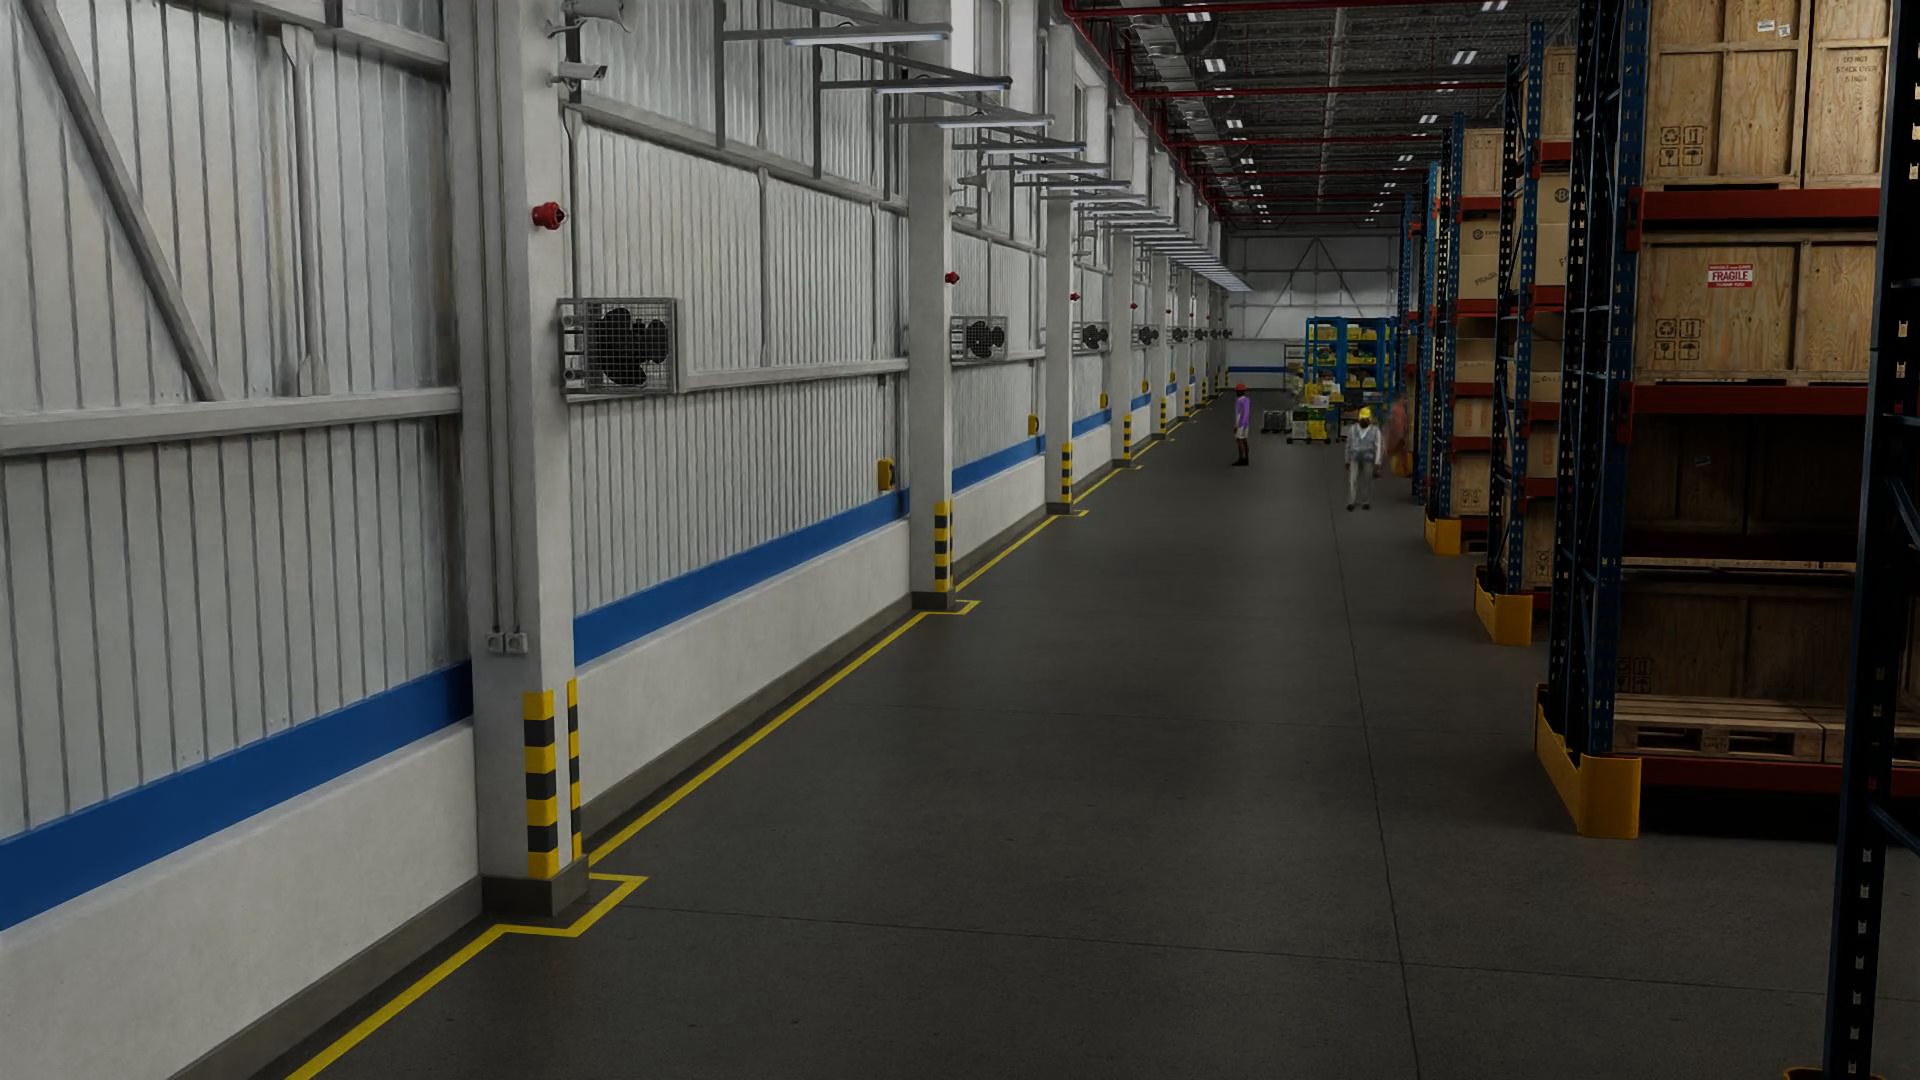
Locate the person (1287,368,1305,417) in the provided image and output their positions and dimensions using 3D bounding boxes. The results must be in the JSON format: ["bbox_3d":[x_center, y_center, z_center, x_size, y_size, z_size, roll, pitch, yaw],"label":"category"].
[{"bbox_3d":[12.333,-5.387,60.878,0.632,1.781,0.572,-5,8,-33],"label":"person"}]

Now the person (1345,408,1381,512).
[{"bbox_3d":[6.937,-1.371,28.701,0.627,1.781,0.924,3,8,22],"label":"person"}]

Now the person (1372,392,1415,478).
[{"bbox_3d":[9.240,-2.229,35.331,0.988,1.857,0.674,2,7,15],"label":"person"}]

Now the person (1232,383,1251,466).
[{"bbox_3d":[6.513,-2.684,38.625,0.375,1.935,0.550,6,9,40],"label":"person"}]
